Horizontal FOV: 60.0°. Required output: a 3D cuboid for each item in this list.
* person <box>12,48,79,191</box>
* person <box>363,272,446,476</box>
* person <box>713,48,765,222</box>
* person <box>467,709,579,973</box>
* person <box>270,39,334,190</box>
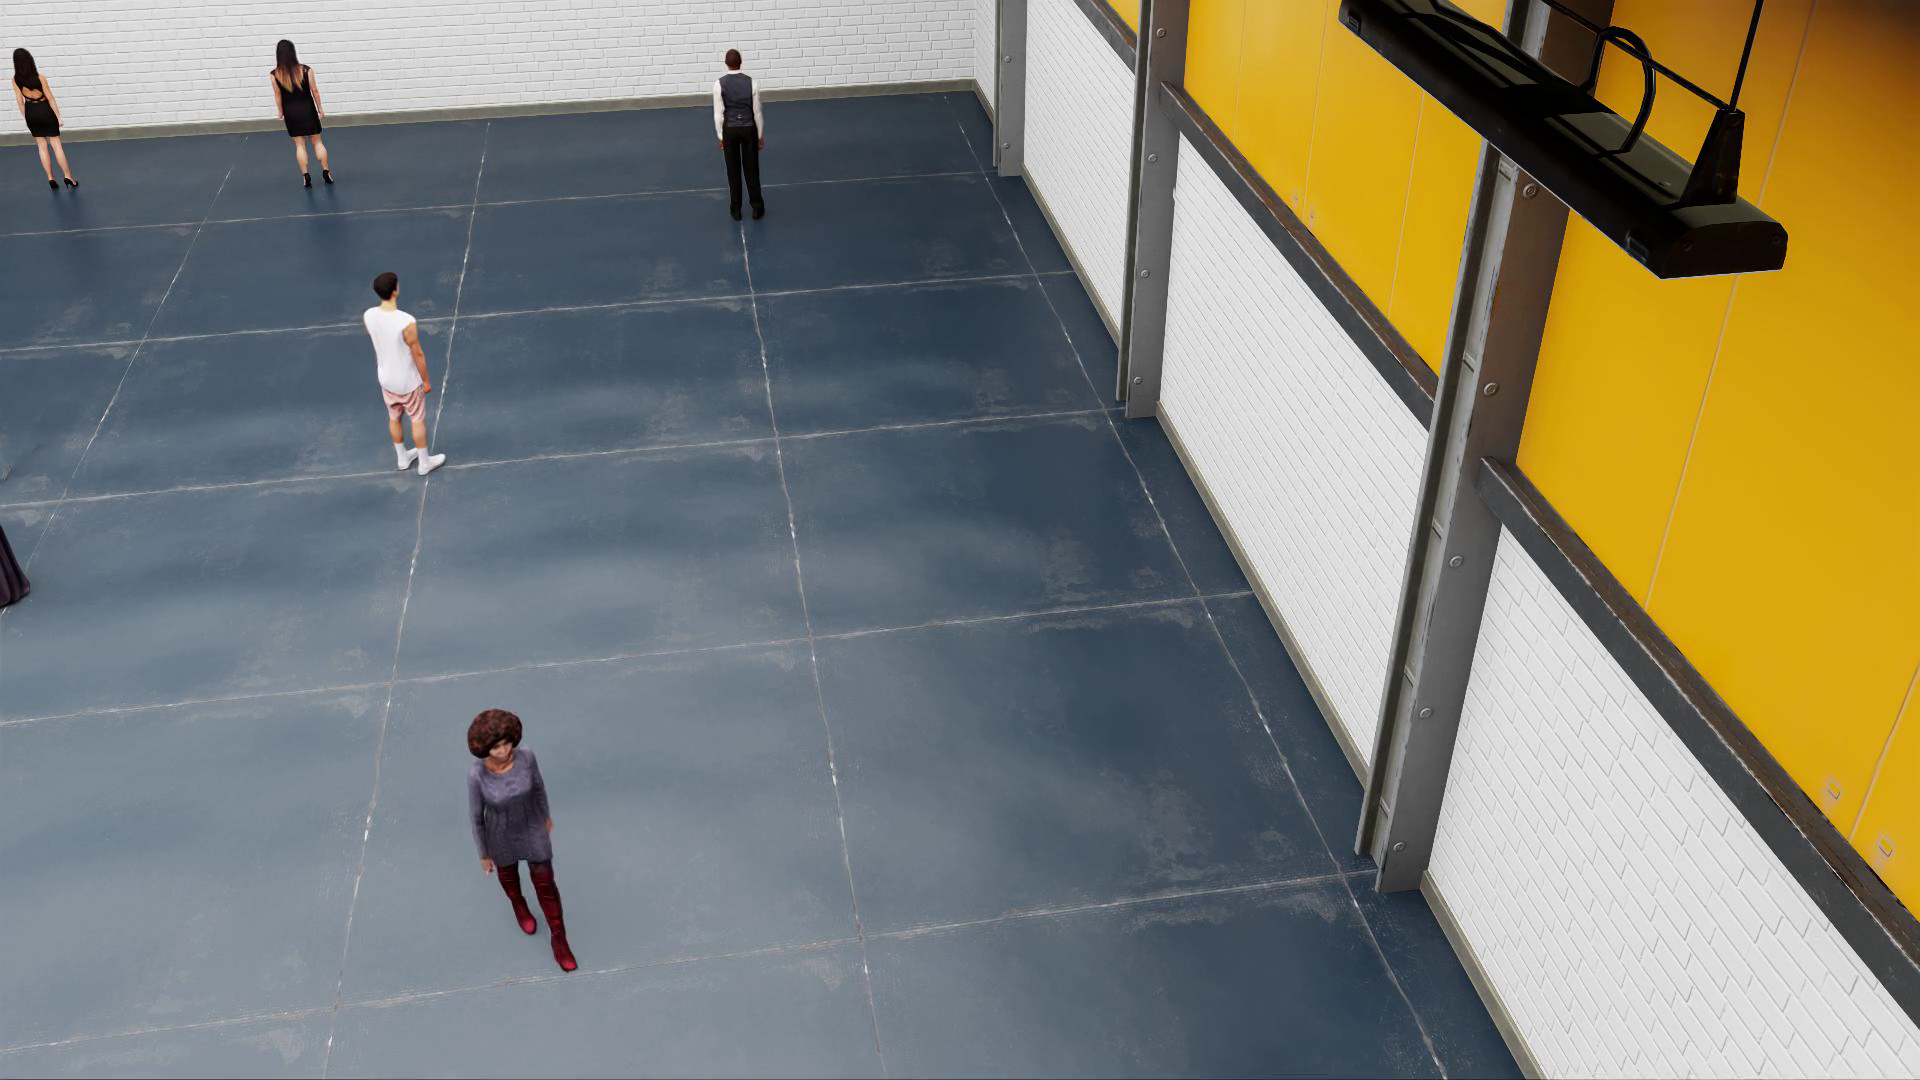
[{"bbox_3d":[-10.639,-4.867,19.264,0.569,1.648,0.469,-5,34,-8],"label":"person"},{"bbox_3d":[-4.688,-1.375,13.888,0.718,1.783,0.731,11,35,16],"label":"person"},{"bbox_3d":[-2.444,-4.503,18.473,0.685,1.917,0.570,-5,34,-7],"label":"person"},{"bbox_3d":[-2.568,1.618,9.472,0.808,1.687,1.035,-17,37,-24],"label":"person"},{"bbox_3d":[-7.652,-4.940,19.313,0.710,1.715,0.666,-12,36,-18],"label":"person"}]
